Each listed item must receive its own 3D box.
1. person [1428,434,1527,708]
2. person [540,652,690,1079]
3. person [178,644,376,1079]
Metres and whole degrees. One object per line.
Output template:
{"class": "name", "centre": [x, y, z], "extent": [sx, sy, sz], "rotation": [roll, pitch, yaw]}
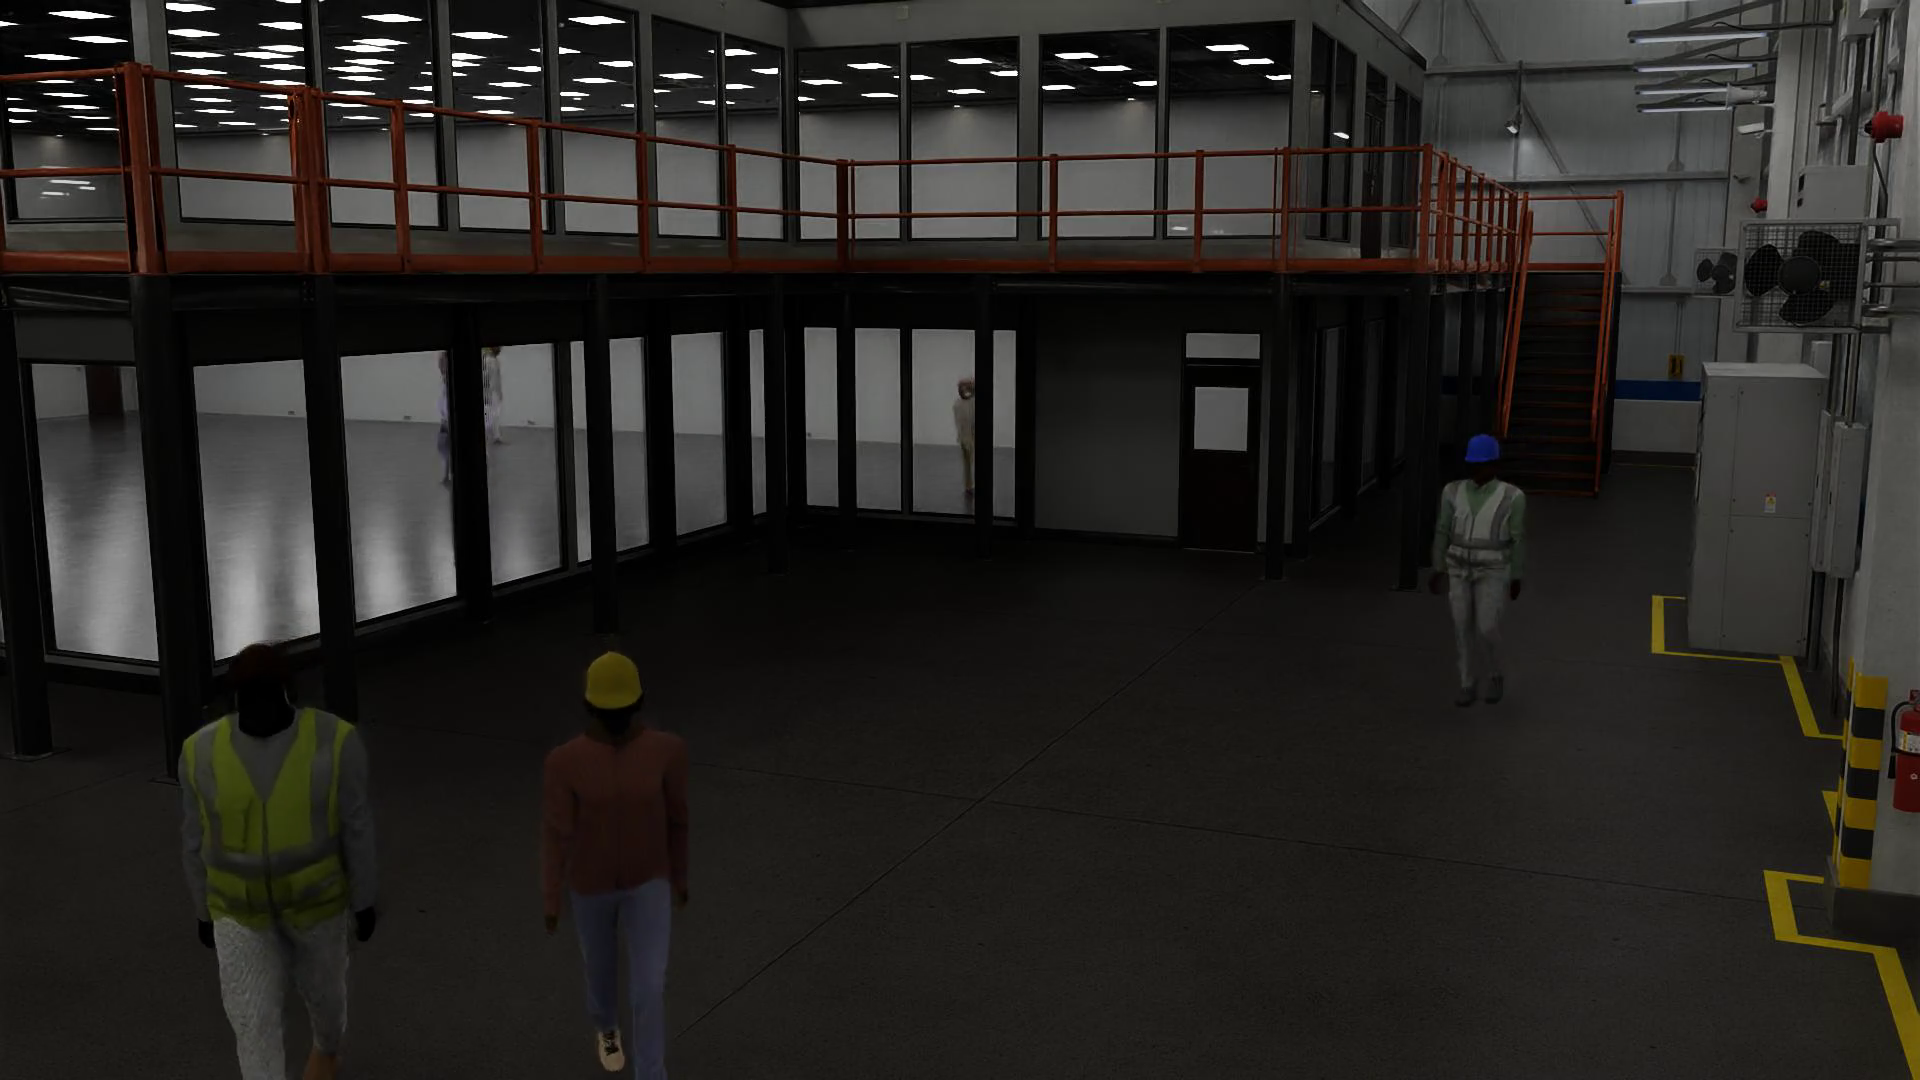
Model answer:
{"class": "person", "centre": [3.601, 0.222, 11.610], "extent": [0.617, 1.931, 0.438], "rotation": [8, 12, 39]}
{"class": "person", "centre": [-1.252, 1.232, 6.070], "extent": [0.541, 1.723, 0.910], "rotation": [-3, 10, -16]}
{"class": "person", "centre": [-2.361, 1.225, 5.809], "extent": [0.629, 1.813, 0.889], "rotation": [-3, 10, -15]}
